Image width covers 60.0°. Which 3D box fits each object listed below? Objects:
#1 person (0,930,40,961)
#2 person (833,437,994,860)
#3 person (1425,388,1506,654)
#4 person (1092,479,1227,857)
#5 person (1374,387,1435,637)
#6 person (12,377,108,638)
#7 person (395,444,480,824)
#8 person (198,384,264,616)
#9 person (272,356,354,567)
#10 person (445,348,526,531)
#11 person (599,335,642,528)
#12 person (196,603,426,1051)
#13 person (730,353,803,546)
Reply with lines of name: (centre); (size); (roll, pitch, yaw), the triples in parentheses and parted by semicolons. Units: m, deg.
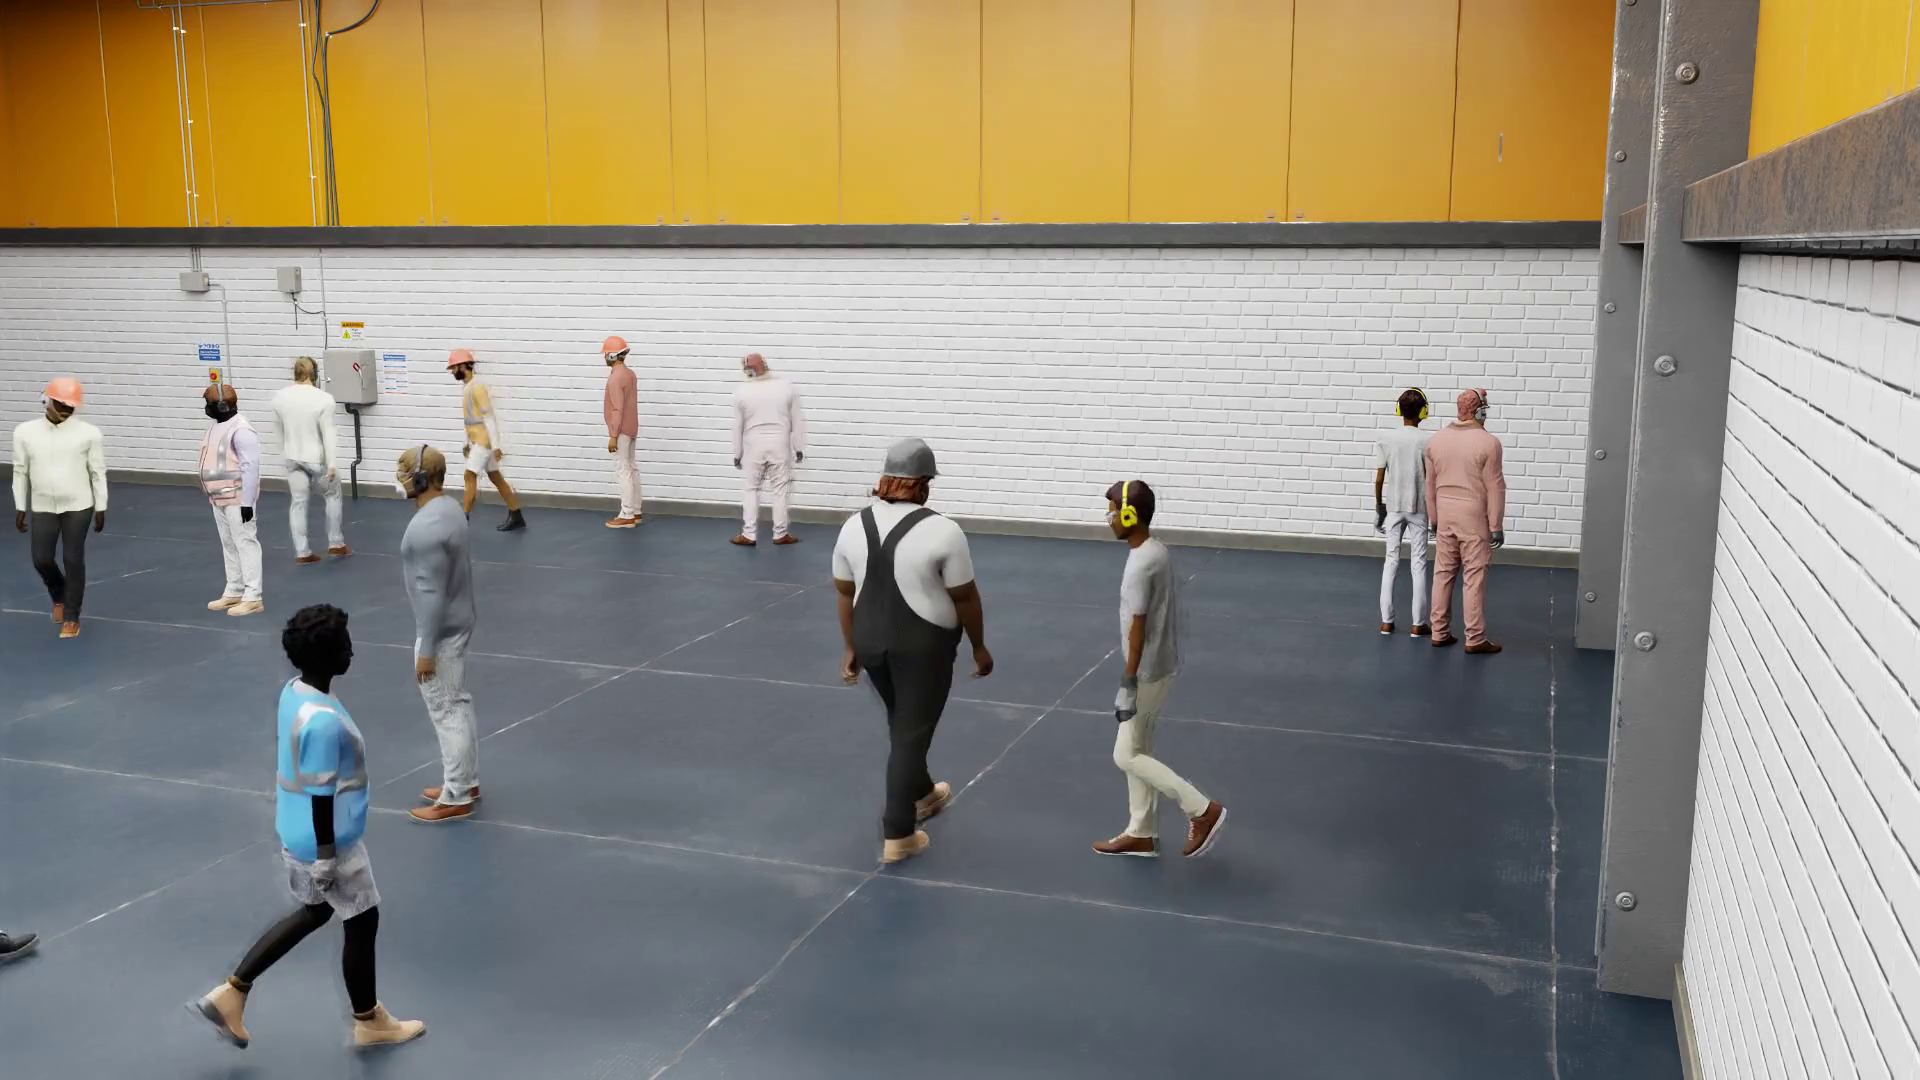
person: (-4.168, 0.921, 6.385); (0.950, 1.789, 0.583); (-9, 13, -40)
person: (-0.184, 0.472, 8.161); (0.703, 2.000, 0.946); (7, 12, 34)
person: (3.659, -0.139, 11.979); (0.406, 1.909, 0.637); (-7, 12, -36)
person: (0.940, 0.634, 7.805); (0.563, 1.842, 0.569); (2, 10, 11)
person: (3.360, -0.205, 12.459); (0.508, 1.872, 0.329); (5, 11, 28)
person: (-6.730, -0.248, 12.457); (0.640, 1.955, 0.485); (-3, 11, -18)
person: (-2.643, 0.473, 8.451); (0.373, 1.939, 0.631); (-1, 10, -8)
person: (-5.787, -0.321, 13.204); (0.622, 1.840, 0.430); (10, 14, 43)
person: (-5.948, -0.734, 15.327); (0.632, 1.916, 0.742); (1, 10, 8)
person: (-4.893, -0.997, 16.864); (0.970, 1.874, 0.572); (-4, 11, -22)
person: (-3.532, -1.125, 17.284); (0.396, 1.992, 0.623); (1, 10, 6)
person: (-2.345, 1.053, 5.913); (0.682, 1.680, 0.531); (-6, 12, -32)
person: (-1.901, -0.869, 16.185); (0.740, 1.882, 0.415); (-1, 10, -7)
